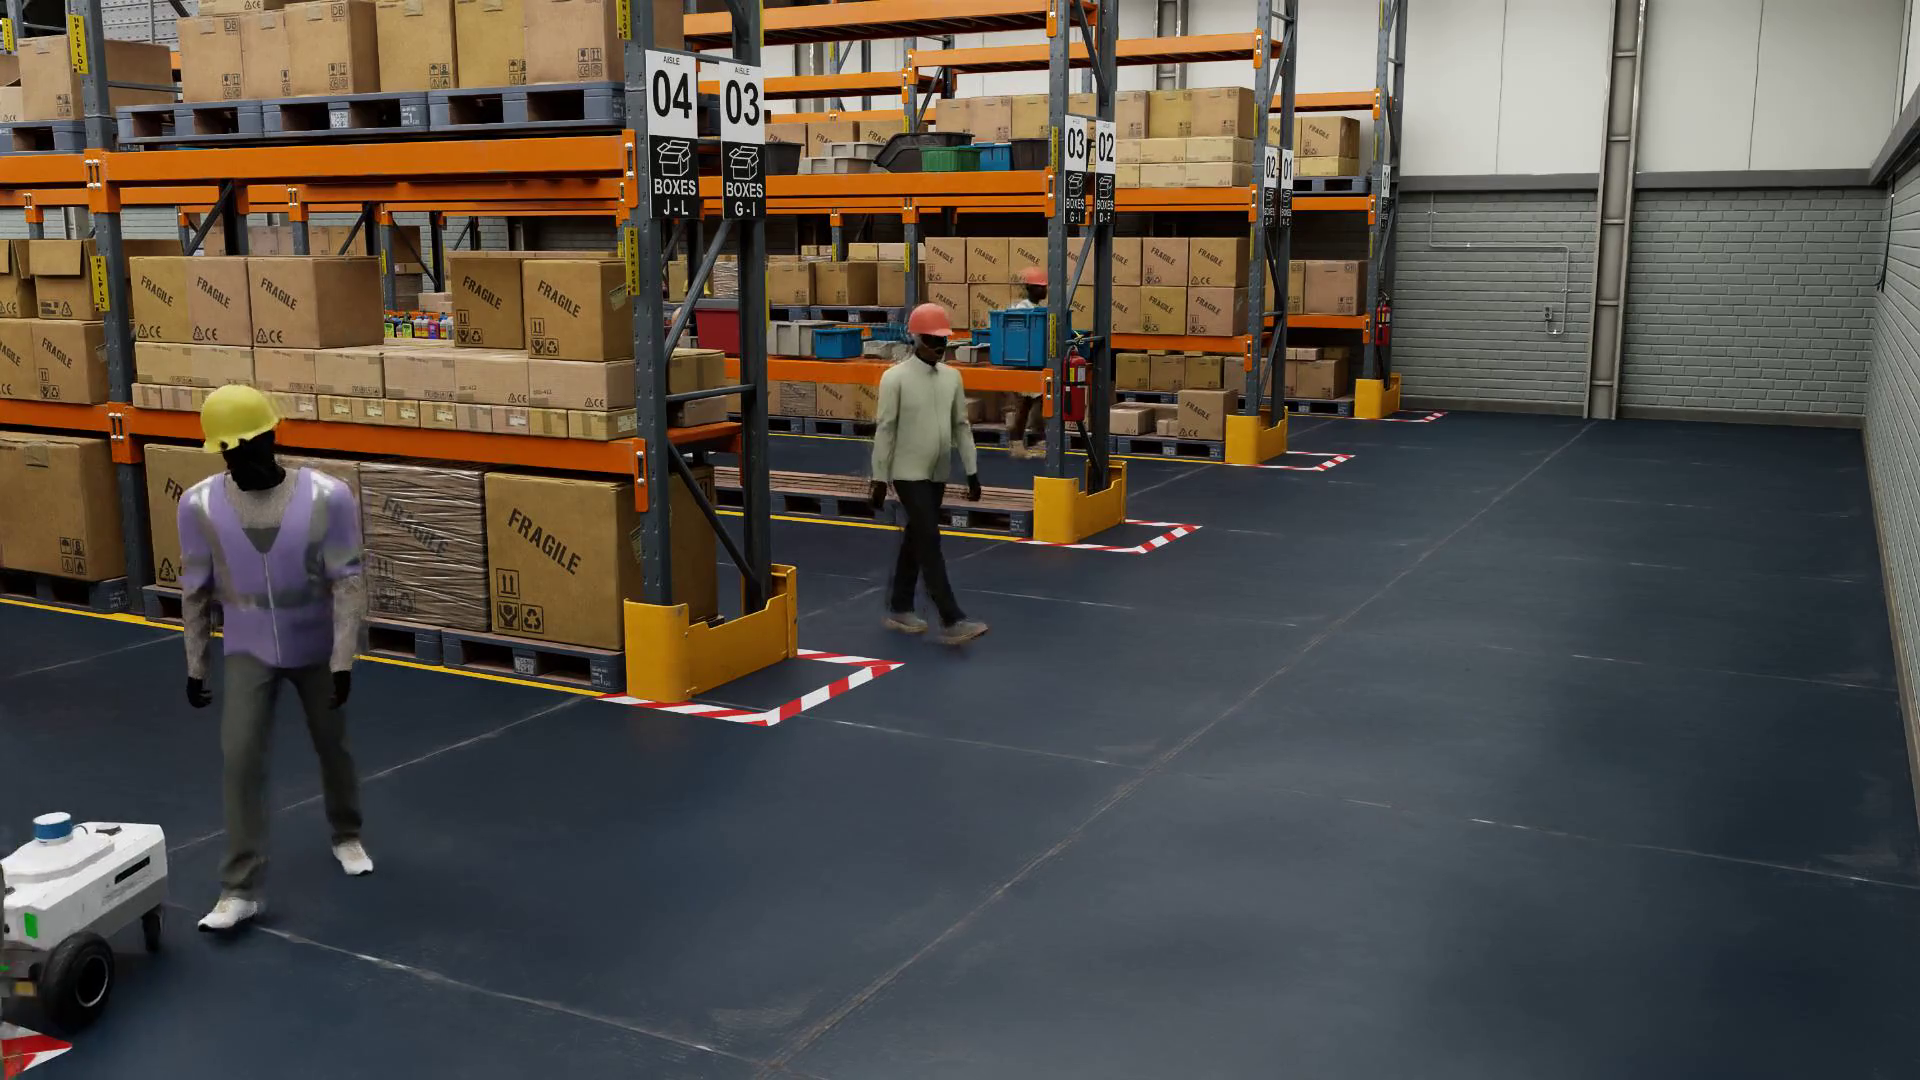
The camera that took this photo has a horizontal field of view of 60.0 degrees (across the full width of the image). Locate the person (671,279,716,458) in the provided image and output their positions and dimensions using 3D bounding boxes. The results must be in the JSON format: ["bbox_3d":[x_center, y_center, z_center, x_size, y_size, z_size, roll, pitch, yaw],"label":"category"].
[{"bbox_3d":[-2.821,-1.833,17.668,0.389,1.922,0.589,5,11,25],"label":"person"}]

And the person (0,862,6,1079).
[{"bbox_3d":[-1.688,0.987,2.553,0.639,1.826,0.470,5,12,27],"label":"person"}]

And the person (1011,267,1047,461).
[{"bbox_3d":[0.860,-1.803,17.227,0.792,2.016,0.644,4,11,23],"label":"person"}]

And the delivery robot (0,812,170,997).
[{"bbox_3d":[-2.804,1.093,5.182,0.477,0.478,0.707,1,11,7],"label":"delivery robot"}]

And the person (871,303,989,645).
[{"bbox_3d":[-0.109,-0.372,9.598,0.962,1.951,0.652,9,14,41],"label":"person"}]

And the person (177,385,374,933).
[{"bbox_3d":[-2.388,0.381,5.798,0.620,1.851,0.862,-3,11,-14],"label":"person"}]
